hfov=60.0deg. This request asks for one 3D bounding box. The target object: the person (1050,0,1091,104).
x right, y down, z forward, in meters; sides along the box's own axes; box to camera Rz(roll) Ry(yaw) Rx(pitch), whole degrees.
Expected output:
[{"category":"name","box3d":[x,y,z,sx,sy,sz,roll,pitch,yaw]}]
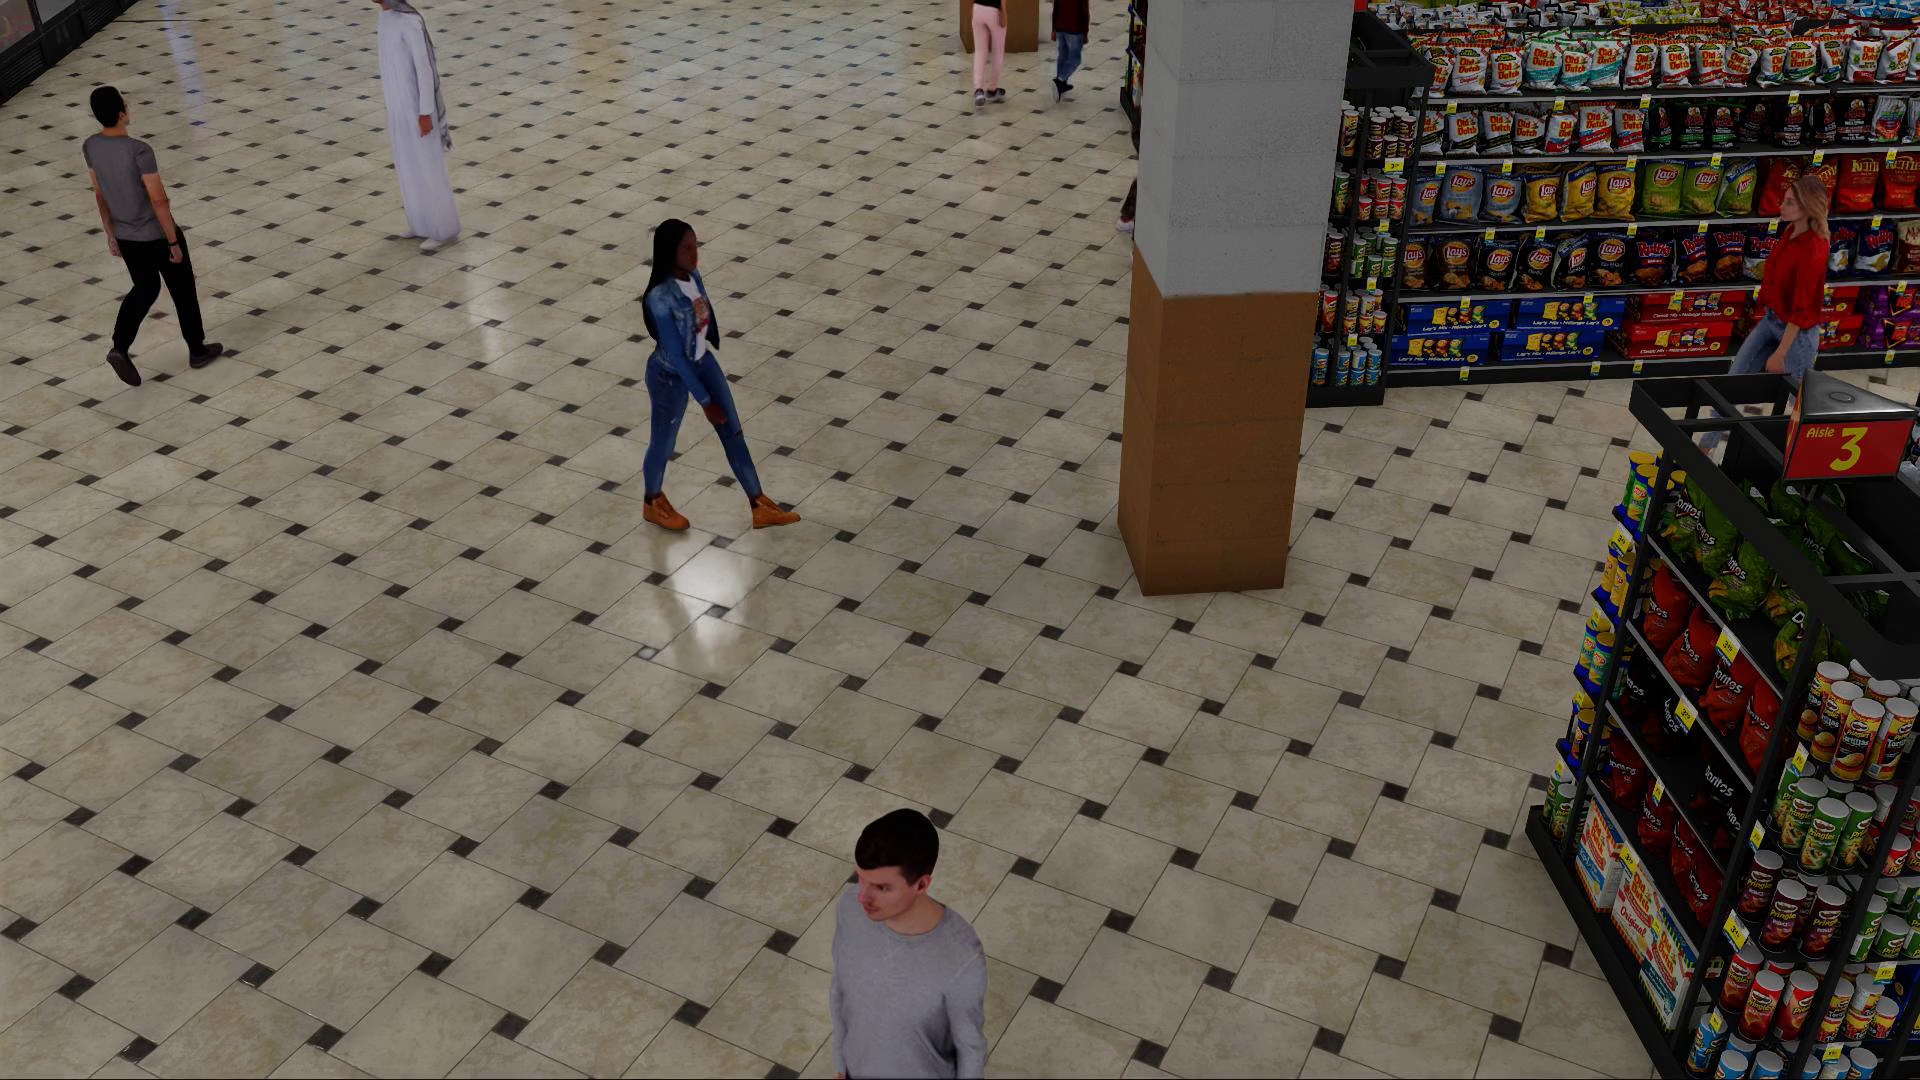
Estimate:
[{"category":"person","box3d":[0.933,-4.411,14.399,0.741,1.232,0.808,22,38,31]}]

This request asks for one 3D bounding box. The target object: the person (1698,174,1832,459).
[{"category":"person","box3d":[4.337,-1.026,8.559,1.161,1.654,0.671,0,32,0]}]

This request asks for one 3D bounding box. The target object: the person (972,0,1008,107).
[{"category":"person","box3d":[0.238,-4.442,14.162,0.830,1.536,0.820,14,34,21]}]

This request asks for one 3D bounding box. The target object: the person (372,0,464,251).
[{"category":"person","box3d":[-3.767,-2.972,11.430,0.835,1.925,0.804,-26,40,-35]}]

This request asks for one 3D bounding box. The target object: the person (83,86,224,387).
[{"category":"person","box3d":[-4.750,-1.723,9.603,1.013,1.735,0.898,8,33,13]}]

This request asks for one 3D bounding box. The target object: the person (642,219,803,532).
[{"category":"person","box3d":[-1.437,-0.755,8.099,1.172,1.681,0.939,11,34,17]}]

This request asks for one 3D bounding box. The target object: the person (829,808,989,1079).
[{"category":"person","box3d":[-0.136,1.433,4.425,0.693,1.847,0.765,22,38,31]}]
